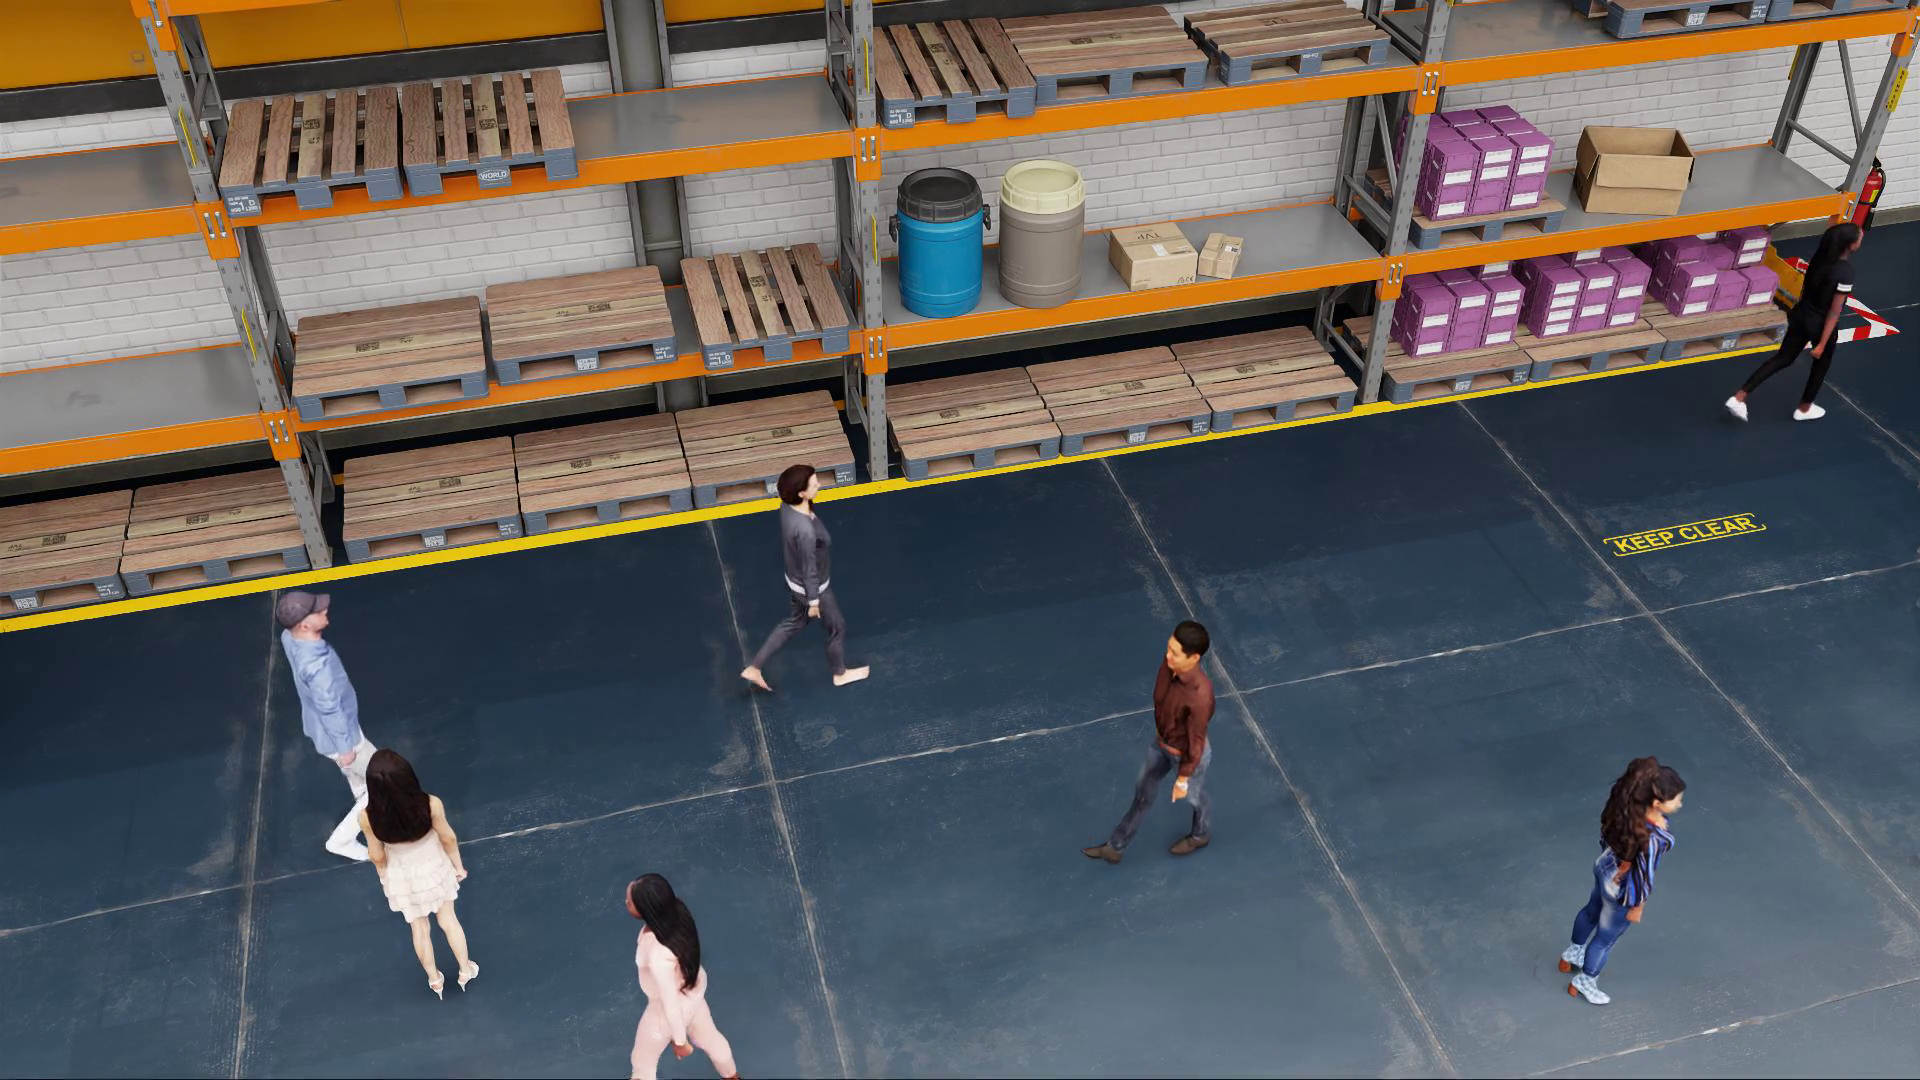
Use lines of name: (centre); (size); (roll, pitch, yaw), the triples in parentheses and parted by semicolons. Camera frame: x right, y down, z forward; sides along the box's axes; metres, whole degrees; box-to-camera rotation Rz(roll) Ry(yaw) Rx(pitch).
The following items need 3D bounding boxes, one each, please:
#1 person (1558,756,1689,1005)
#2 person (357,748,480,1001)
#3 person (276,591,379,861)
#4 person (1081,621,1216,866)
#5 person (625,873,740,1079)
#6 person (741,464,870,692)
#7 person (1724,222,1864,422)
person: (3.347, 1.725, 8.420); (0.659, 1.618, 0.678); (2, 39, 3)
person: (-2.716, 1.698, 8.359); (0.459, 1.736, 0.626); (-11, 40, -13)
person: (-3.461, 1.046, 9.064); (0.885, 1.876, 0.807); (-26, 45, -29)
person: (1.283, 1.120, 9.072); (1.065, 1.750, 0.780); (-16, 41, -19)
person: (-1.243, 2.173, 7.801); (1.074, 1.690, 0.817); (-1, 39, -1)
person: (-1.002, 0.272, 10.137); (1.092, 1.747, 0.758); (-18, 42, -21)
person: (6.321, -1.583, 12.501); (1.109, 1.696, 0.628); (-8, 39, -10)
